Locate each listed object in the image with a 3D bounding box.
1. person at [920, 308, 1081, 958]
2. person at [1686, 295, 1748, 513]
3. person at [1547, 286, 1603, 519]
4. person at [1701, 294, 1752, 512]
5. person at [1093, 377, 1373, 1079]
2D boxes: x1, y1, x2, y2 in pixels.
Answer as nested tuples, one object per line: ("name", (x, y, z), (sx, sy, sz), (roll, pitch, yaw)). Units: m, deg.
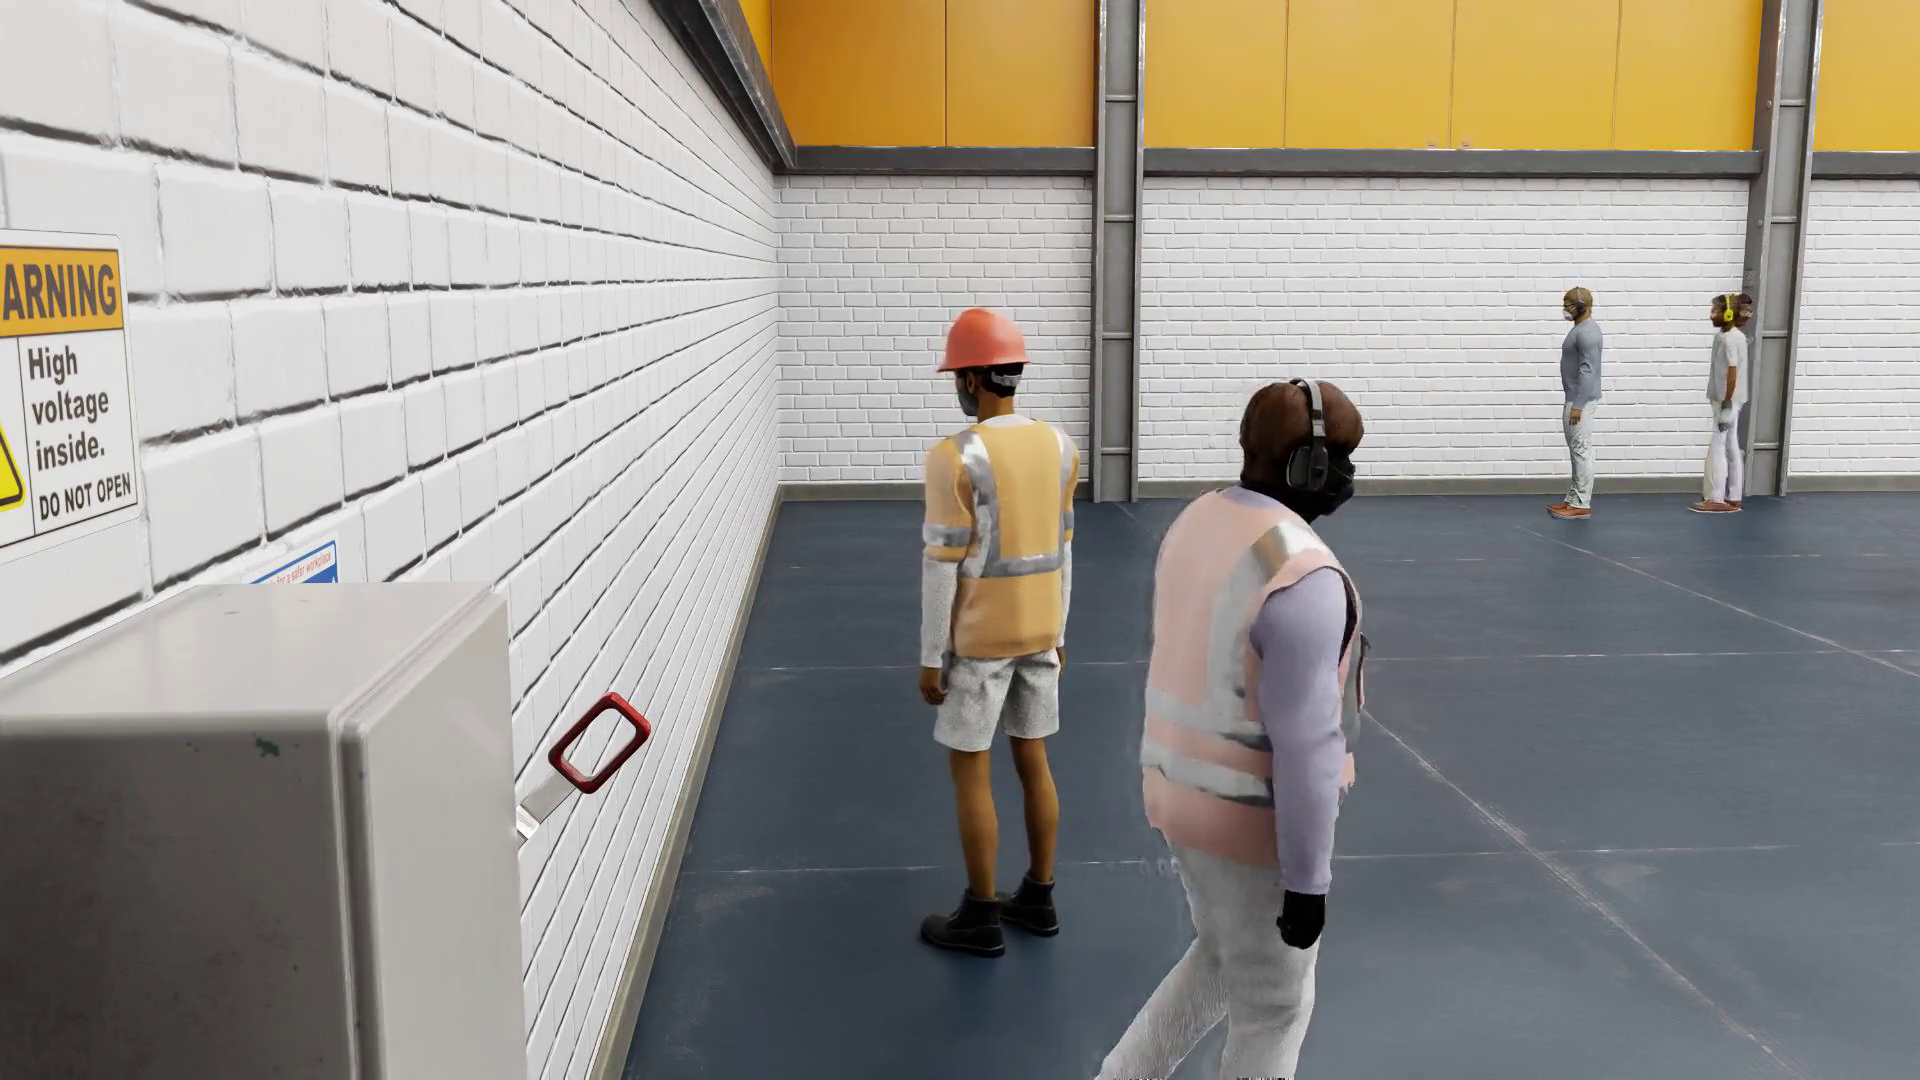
("person", (0.102, 0.277, 4.998), (0.546, 1.929, 0.393), (-7, 11, -37))
("person", (6.491, -1.151, 14.196), (0.482, 1.853, 0.600), (5, 10, 29))
("person", (5.145, -1.139, 13.850), (0.370, 1.934, 0.627), (3, 9, 16))
("person", (6.625, -1.186, 14.362), (0.335, 1.865, 0.520), (5, 10, 27))
("person", (0.554, 0.579, 3.421), (0.524, 1.823, 0.667), (-3, 10, -18))
